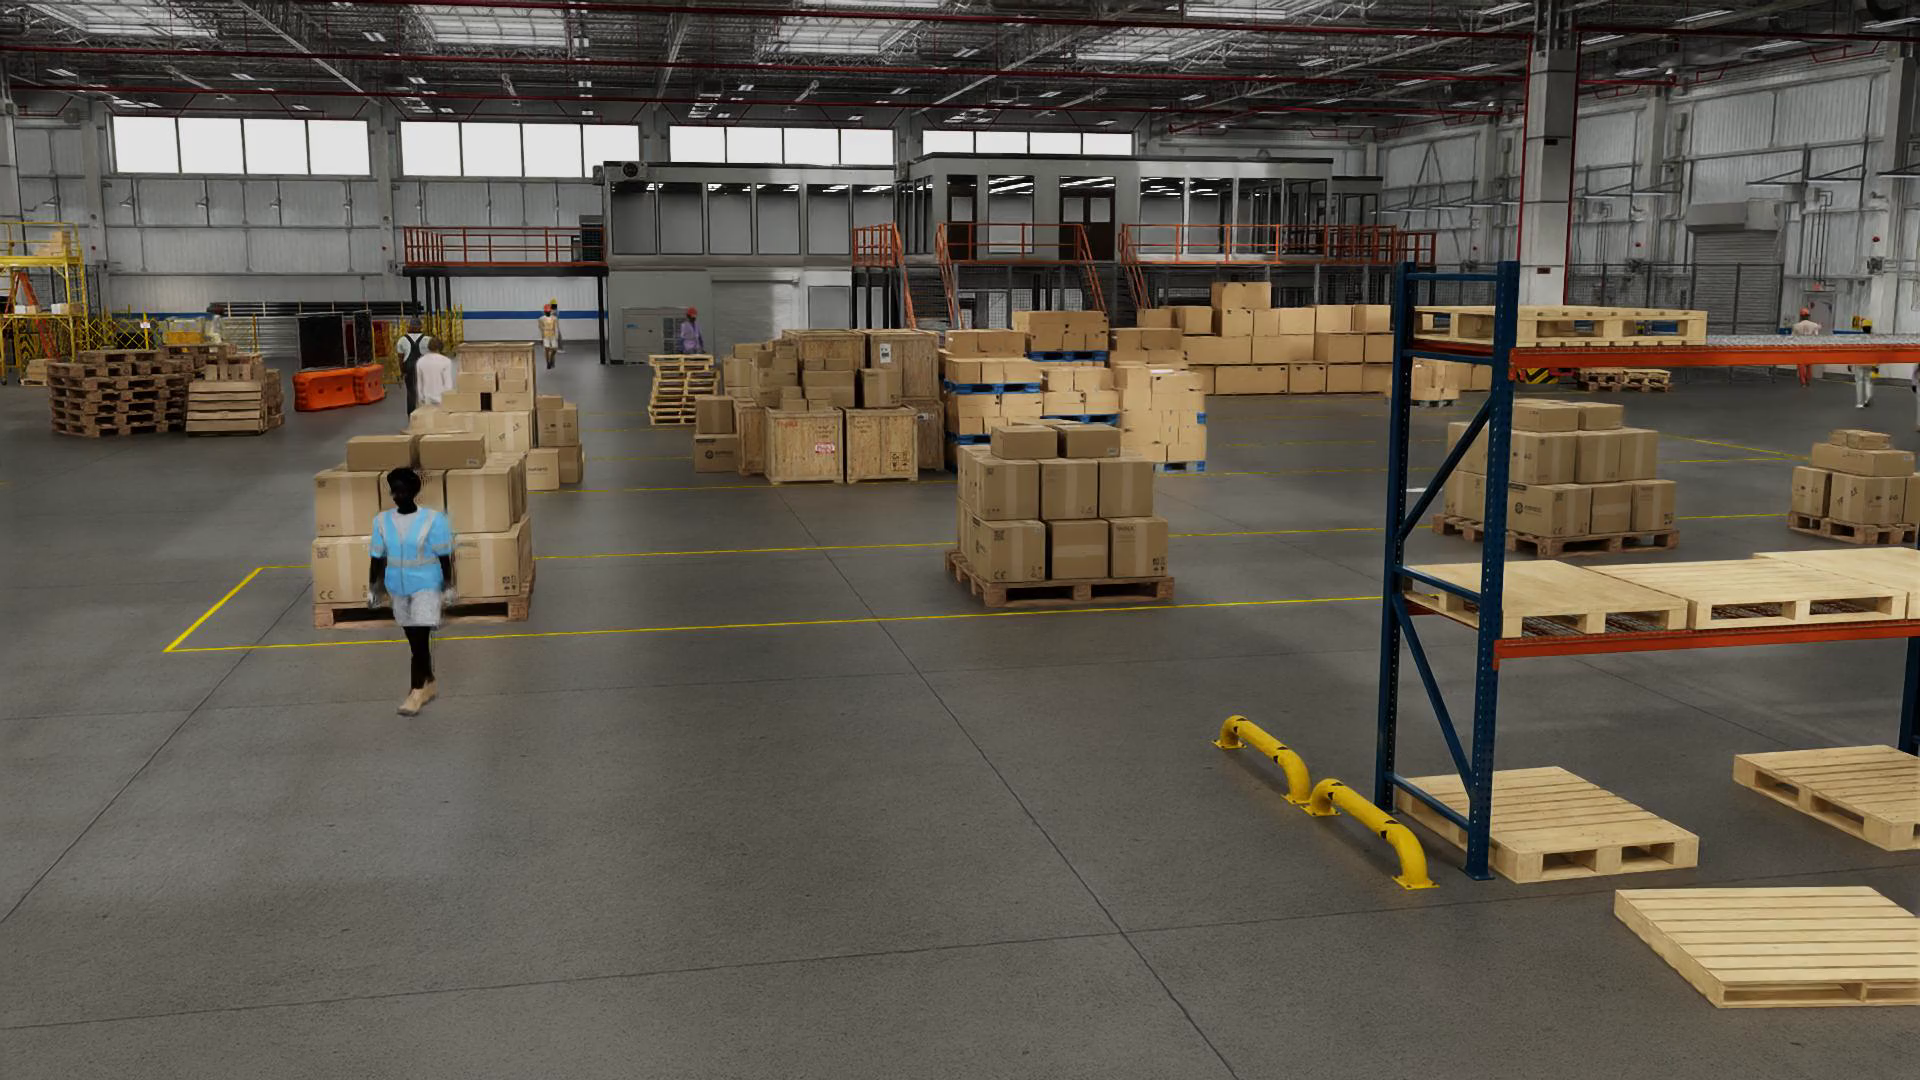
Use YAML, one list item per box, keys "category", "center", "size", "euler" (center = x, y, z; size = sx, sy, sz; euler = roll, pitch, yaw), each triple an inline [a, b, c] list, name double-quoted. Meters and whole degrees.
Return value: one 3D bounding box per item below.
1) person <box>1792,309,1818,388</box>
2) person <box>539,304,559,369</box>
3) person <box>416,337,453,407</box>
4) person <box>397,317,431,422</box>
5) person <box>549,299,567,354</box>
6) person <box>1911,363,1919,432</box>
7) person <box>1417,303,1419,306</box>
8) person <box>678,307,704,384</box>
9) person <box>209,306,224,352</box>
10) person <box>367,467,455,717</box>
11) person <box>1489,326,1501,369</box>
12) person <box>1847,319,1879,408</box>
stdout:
- category: "person"
  center: [21.164, -4.797, 41.703]
  size: [0.629, 1.942, 0.978]
  euler: [4, 10, 22]
- category: "person"
  center: [-12.142, -6.007, 49.152]
  size: [0.581, 1.917, 0.474]
  euler: [-4, 10, -24]
- category: "person"
  center: [-8.369, -2.262, 26.389]
  size: [0.638, 1.914, 0.854]
  euler: [2, 10, 13]
- category: "person"
  center: [-10.560, -3.315, 32.381]
  size: [0.685, 2.000, 0.535]
  euler: [-2, 10, -12]
- category: "person"
  center: [-14.013, -7.402, 57.724]
  size: [0.758, 1.902, 0.600]
  euler: [6, 11, 35]
- category: "person"
  center: [17.748, -2.888, 30.416]
  size: [0.633, 1.817, 0.658]
  euler: [6, 11, 35]
- category: "person"
  center: [17.796, -8.686, 65.412]
  size: [0.408, 1.942, 0.616]
  euler: [9, 13, 43]
- category: "person"
  center: [-6.838, -4.891, 42.133]
  size: [1.030, 2.004, 0.633]
  euler: [6, 11, 33]
- category: "person"
  center: [-22.682, -6.238, 50.870]
  size: [0.967, 1.815, 0.646]
  euler: [-3, 10, -19]
- category: "person"
  center: [-3.726, 0.353, 11.143]
  size: [0.554, 1.659, 0.797]
  euler: [2, 9, 10]
- category: "person"
  center: [15.115, -5.629, 46.854]
  size: [0.397, 1.922, 0.547]
  euler: [-9, 13, -44]
- category: "person"
  center: [19.313, -3.768, 35.584]
  size: [0.583, 1.901, 0.596]
  euler: [2, 10, 14]
